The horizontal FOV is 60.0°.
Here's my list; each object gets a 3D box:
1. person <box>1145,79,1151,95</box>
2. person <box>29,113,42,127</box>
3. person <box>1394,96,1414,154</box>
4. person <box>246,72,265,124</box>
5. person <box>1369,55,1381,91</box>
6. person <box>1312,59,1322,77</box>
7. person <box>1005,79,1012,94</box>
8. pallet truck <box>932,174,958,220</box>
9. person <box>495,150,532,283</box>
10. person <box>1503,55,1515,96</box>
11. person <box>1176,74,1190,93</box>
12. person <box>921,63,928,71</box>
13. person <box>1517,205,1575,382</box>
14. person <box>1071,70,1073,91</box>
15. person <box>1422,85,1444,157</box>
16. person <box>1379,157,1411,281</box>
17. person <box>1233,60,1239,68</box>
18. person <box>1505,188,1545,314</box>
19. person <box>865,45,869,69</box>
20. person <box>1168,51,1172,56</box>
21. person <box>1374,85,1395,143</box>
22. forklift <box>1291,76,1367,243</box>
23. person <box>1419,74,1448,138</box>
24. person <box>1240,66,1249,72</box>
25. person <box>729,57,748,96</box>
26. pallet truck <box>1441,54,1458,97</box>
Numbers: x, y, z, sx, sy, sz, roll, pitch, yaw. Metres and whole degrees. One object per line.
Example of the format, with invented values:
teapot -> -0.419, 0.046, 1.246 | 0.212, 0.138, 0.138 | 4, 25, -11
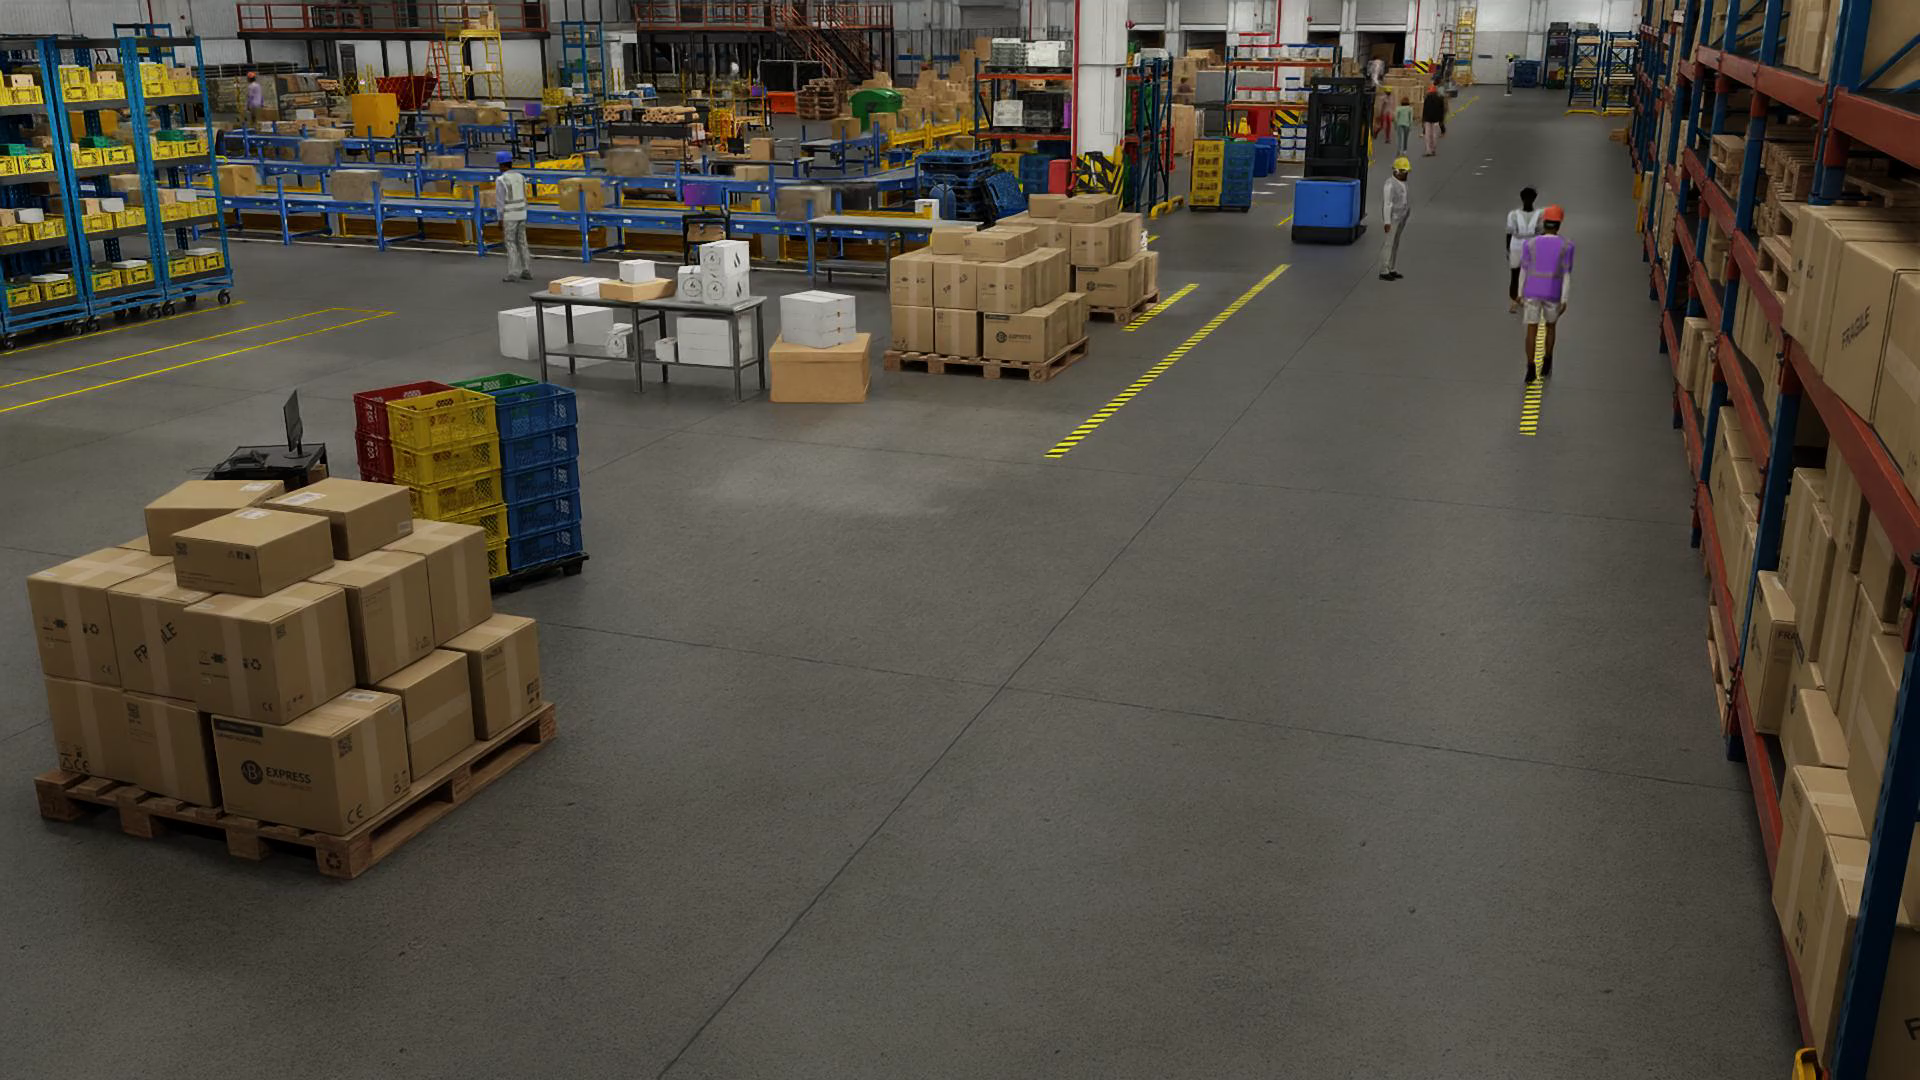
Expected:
person -> 6.396, -14.924, 56.971 | 0.318, 1.697, 0.535 | -9, 20, -26
person -> -30.973, -14.591, 55.613 | 0.655, 1.894, 0.540 | -14, 23, -38
person -> 12.589, -11.771, 47.224 | 0.503, 1.601, 0.770 | 6, 18, 17
person -> -23.168, -14.301, 54.530 | 1.068, 1.985, 0.631 | 1, 18, 2
person -> 20.937, -23.501, 83.749 | 0.634, 1.808, 0.930 | -13, 22, -35
person -> 17.095, -22.161, 79.659 | 0.497, 1.733, 0.426 | 6, 19, 19
person -> 1.942, -18.221, 67.065 | 0.327, 1.862, 0.519 | -5, 18, -15
pallet truck -> -0.507, -5.292, 27.348 | 0.653, 1.274, 1.630 | 6, 19, 19
person -> -6.705, -4.838, 24.896 | 0.423, 1.939, 0.604 | 8, 19, 24
person -> 26.272, -22.202, 79.474 | 0.377, 1.920, 0.586 | 0, 18, 0
person -> 7.946, -15.748, 59.475 | 0.531, 1.754, 0.385 | -10, 20, -28
person -> -1.323, -18.366, 67.483 | 0.985, 1.894, 0.559 | 1, 18, 3
person -> 6.434, -2.731, 18.339 | 0.549, 1.899, 0.923 | 6, 19, 18
person -> 4.170, -15.664, 58.908 | 0.822, 1.940, 0.616 | 8, 19, 24
person -> 13.196, -11.671, 46.346 | 0.688, 1.954, 0.699 | 13, 22, 36
person -> 6.563, -4.833, 25.048 | 0.404, 1.827, 0.600 | 13, 22, 36
person -> 12.538, -20.959, 75.698 | 0.345, 1.841, 0.506 | 3, 18, 10
person -> 7.636, -3.929, 22.489 | 0.536, 1.655, 0.853 | 5, 18, 15
person -> -5.515, -28.314, 98.594 | 0.678, 1.972, 0.628 | 1, 18, 2
person -> 10.675, -24.184, 85.697 | 0.717, 1.927, 0.614 | -9, 20, -27
person -> 13.093, -13.119, 51.231 | 0.539, 1.748, 0.534 | -8, 20, -25
forklift -> 6.598, -6.755, 29.381 | 1.129, 2.768, 1.873 | 6, 19, 19
person -> 15.263, -13.952, 53.357 | 0.914, 2.000, 0.684 | -7, 19, -21
person -> 11.754, -18.838, 68.909 | 0.370, 1.916, 0.597 | 16, 24, 42
person -> -10.669, -22.111, 79.341 | 0.972, 1.832, 0.577 | 7, 19, 21
pallet truck -> 22.765, -21.886, 78.355 | 0.823, 1.965, 1.885 | -4, 18, -14
